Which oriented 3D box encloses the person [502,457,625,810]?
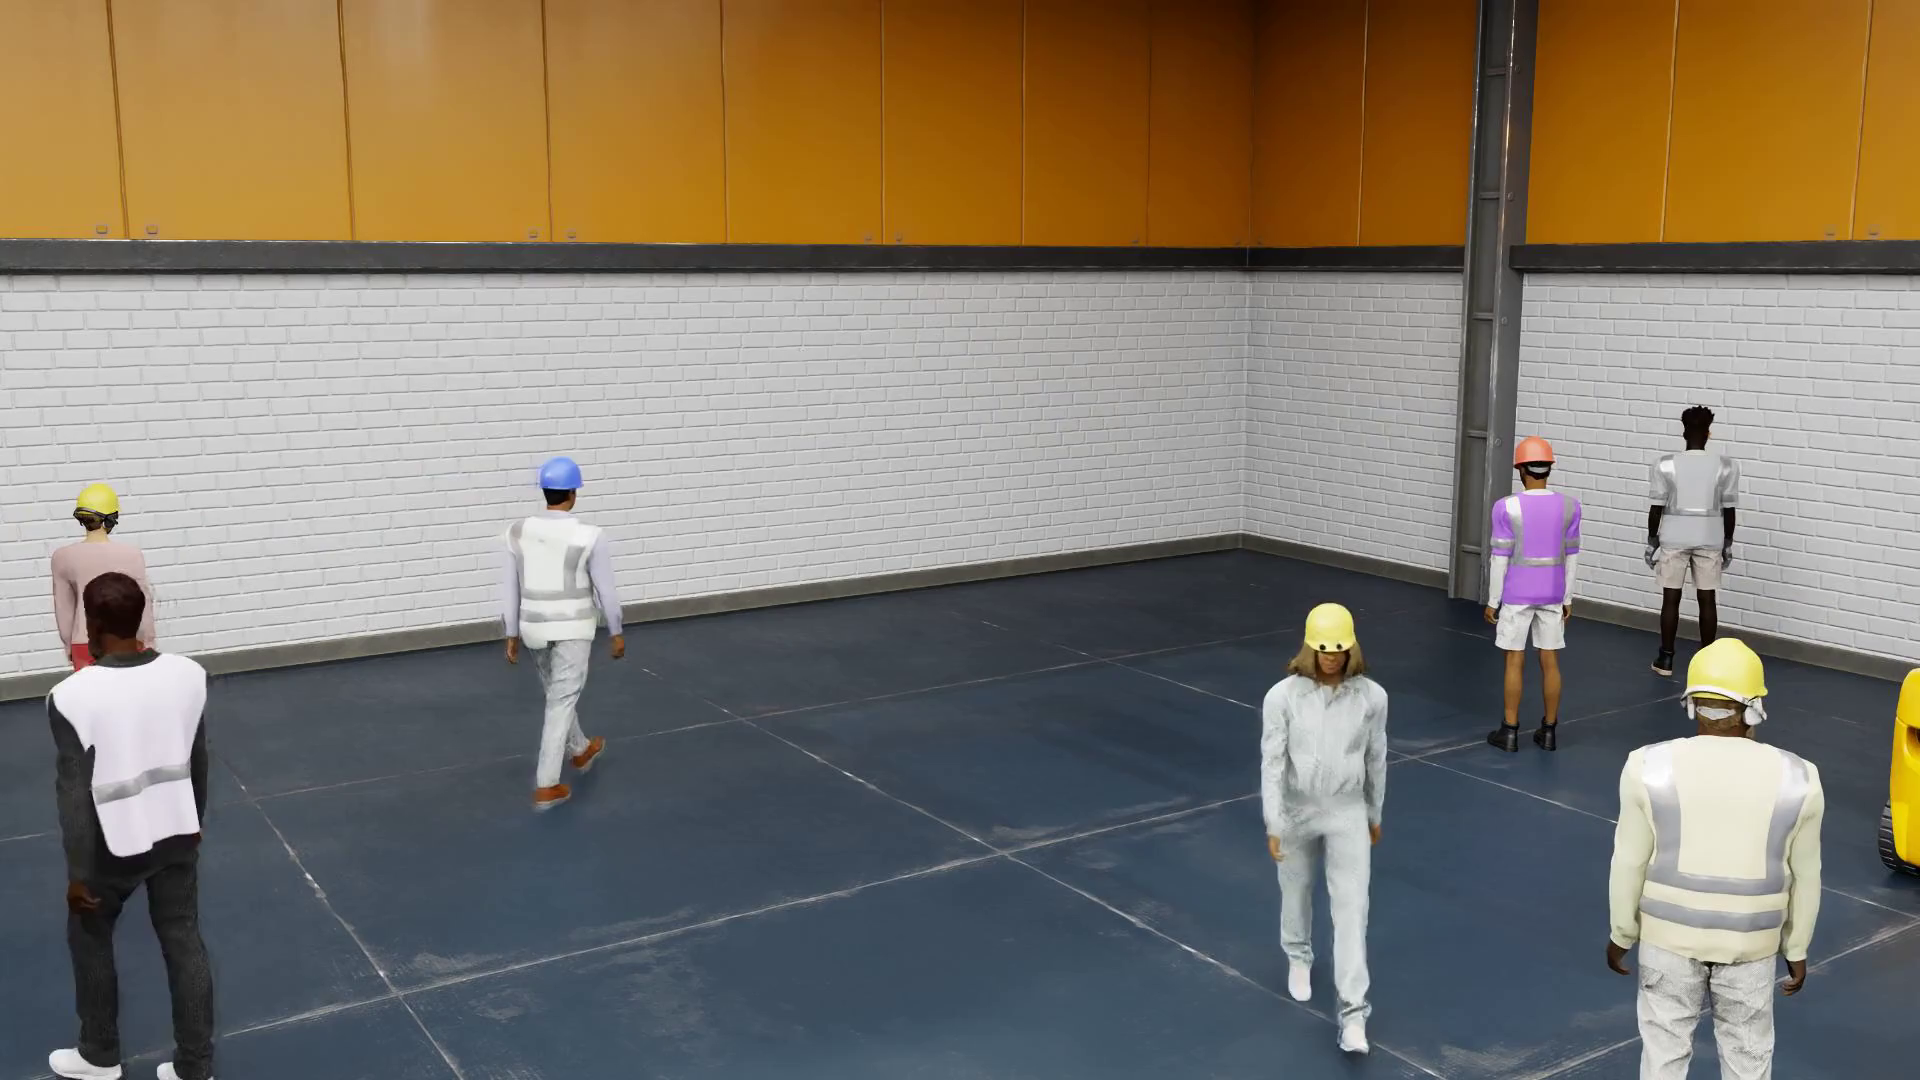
[{"bbox_3d":[-2.171,0.480,9.321,0.633,1.896,0.980,3,10,16],"label":"person"}]

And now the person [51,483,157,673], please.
[{"bbox_3d":[-4.710,0.569,9.204,0.523,1.769,0.315,0,9,-2],"label":"person"}]

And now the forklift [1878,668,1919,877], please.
[{"bbox_3d":[5.511,0.571,7.906,2.313,2.155,1.214,-6,11,-33],"label":"forklift"}]

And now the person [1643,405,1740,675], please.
[{"bbox_3d":[5.254,0.013,11.976,0.608,1.957,0.390,3,10,17],"label":"person"}]

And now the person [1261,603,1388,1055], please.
[{"bbox_3d":[1.396,1.070,6.405,0.499,1.689,0.924,1,9,5],"label":"person"}]

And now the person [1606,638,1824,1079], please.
[{"bbox_3d":[2.321,1.208,5.163,0.599,1.827,0.403,2,10,15],"label":"person"}]

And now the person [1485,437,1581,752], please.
[{"bbox_3d":[3.466,0.335,10.128,0.543,1.928,0.371,0,9,-3],"label":"person"}]

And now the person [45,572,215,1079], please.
[{"bbox_3d":[-3.010,1.046,5.956,0.802,1.889,0.614,6,11,30],"label":"person"}]
